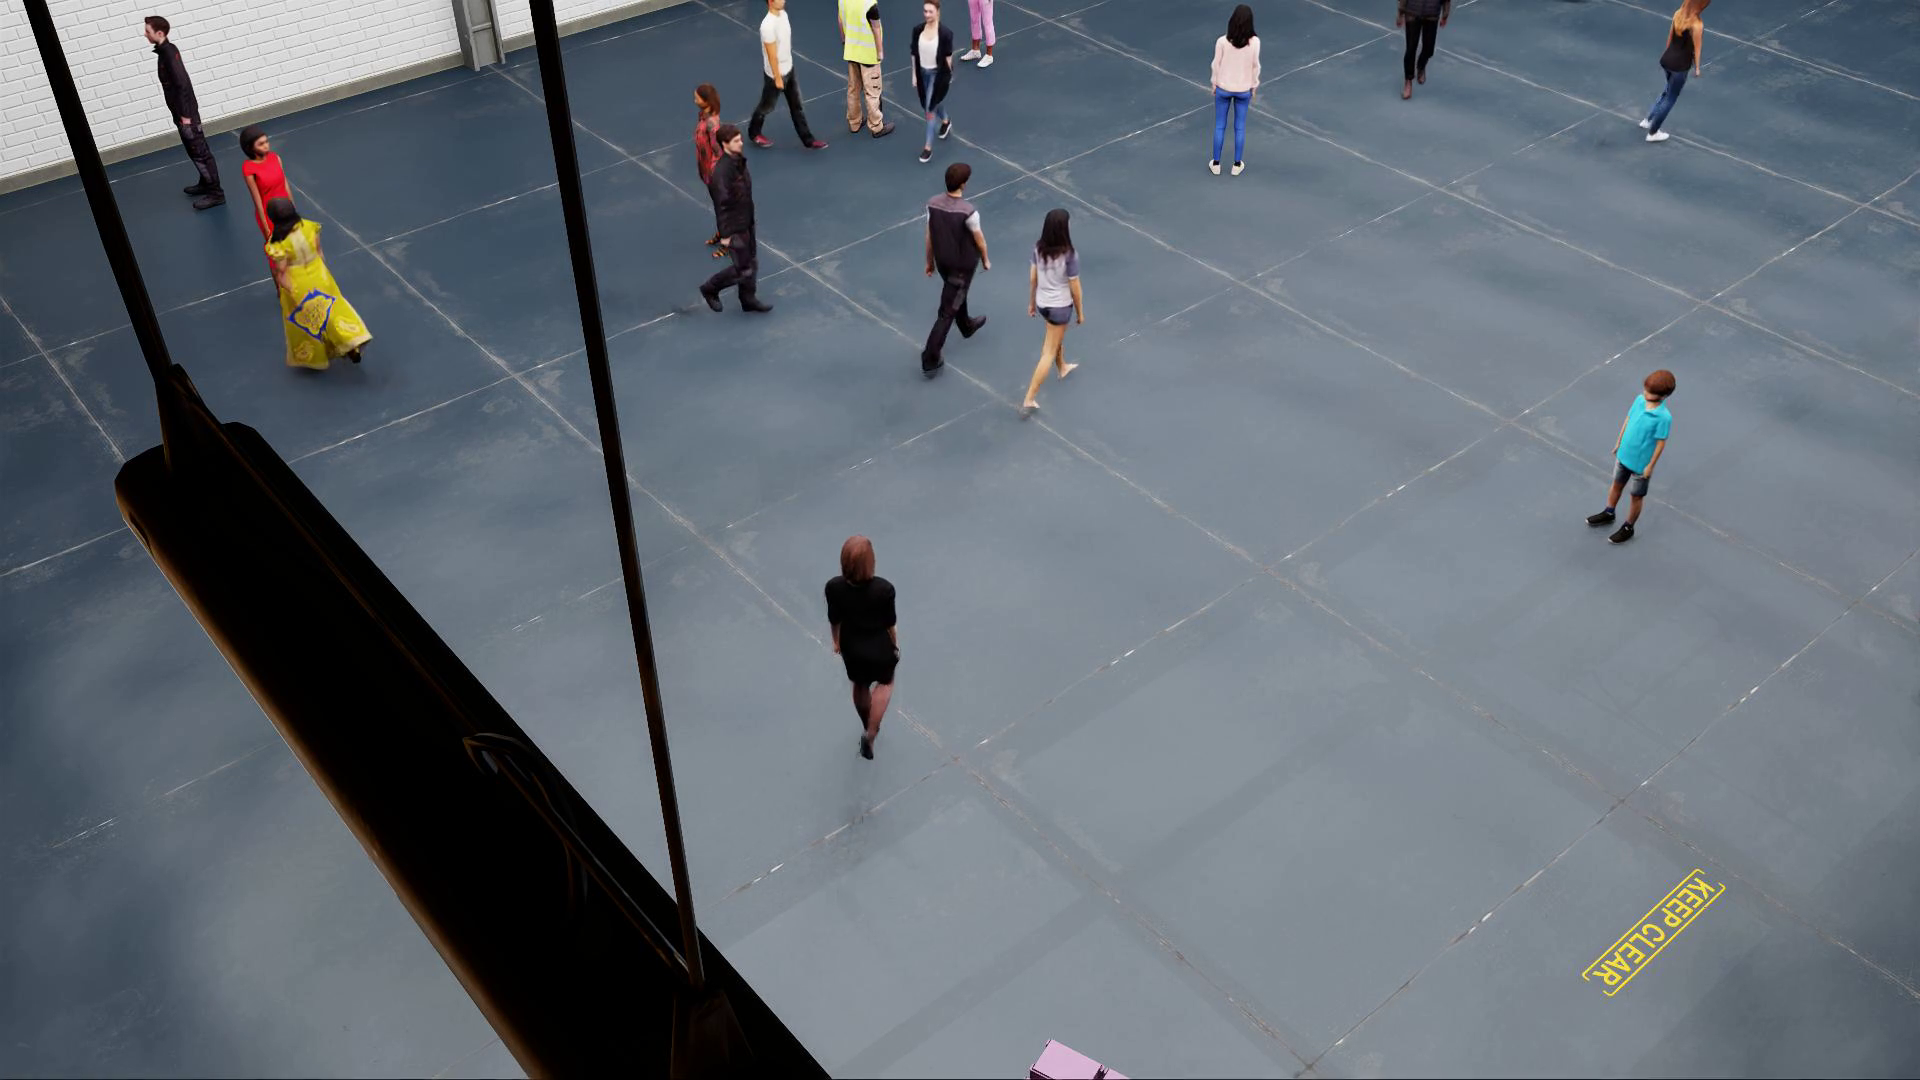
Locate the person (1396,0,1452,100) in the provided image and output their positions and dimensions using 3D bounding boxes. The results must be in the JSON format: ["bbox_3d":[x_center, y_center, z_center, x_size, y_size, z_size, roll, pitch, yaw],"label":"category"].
[{"bbox_3d":[5.135,-5.844,18.451,0.909,1.827,0.973,10,40,12],"label":"person"}]

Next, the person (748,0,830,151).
[{"bbox_3d":[-1.971,-4.875,17.291,1.098,1.761,1.192,13,40,16],"label":"person"}]

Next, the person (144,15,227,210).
[{"bbox_3d":[-7.644,-4.228,16.357,0.640,1.914,0.720,-21,43,-24],"label":"person"}]

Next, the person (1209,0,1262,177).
[{"bbox_3d":[2.779,-4.559,16.888,0.722,1.769,0.764,6,39,7],"label":"person"}]

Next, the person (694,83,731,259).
[{"bbox_3d":[-2.299,-3.478,15.588,0.673,1.702,0.684,-12,40,-14],"label":"person"}]

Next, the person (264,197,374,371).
[{"bbox_3d":[-5.422,-2.110,13.923,0.914,1.644,0.965,24,45,27],"label":"person"}]

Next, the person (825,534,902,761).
[{"bbox_3d":[-0.593,0.727,10.336,0.834,1.686,0.903,6,39,7],"label":"person"}]

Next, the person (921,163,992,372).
[{"bbox_3d":[-0.098,-2.241,13.964,0.770,1.797,1.239,25,45,28],"label":"person"}]

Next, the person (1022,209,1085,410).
[{"bbox_3d":[0.725,-1.851,13.558,0.801,1.693,1.202,25,45,28],"label":"person"}]

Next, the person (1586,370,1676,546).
[{"bbox_3d":[4.996,-0.641,12.239,0.566,1.449,0.575,-15,41,-18],"label":"person"}]

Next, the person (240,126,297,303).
[{"bbox_3d":[-6.083,-2.855,14.777,0.695,1.741,0.578,15,41,18],"label":"person"}]

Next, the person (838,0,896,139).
[{"bbox_3d":[-1.016,-5.177,17.600,0.779,1.846,0.800,24,44,27],"label":"person"}]

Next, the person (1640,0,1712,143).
[{"bbox_3d":[7.457,-4.979,17.465,0.722,1.705,0.692,-10,40,-12],"label":"person"}]

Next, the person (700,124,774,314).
[{"bbox_3d":[-2.042,-2.795,14.633,1.028,1.826,0.978,7,39,9],"label":"person"}]

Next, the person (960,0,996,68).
[{"bbox_3d":[0.243,-6.345,19.151,0.521,1.737,0.572,-30,47,-32],"label":"person"}]

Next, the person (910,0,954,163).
[{"bbox_3d":[-0.258,-4.876,17.387,0.928,1.643,1.189,16,41,19],"label":"person"}]
